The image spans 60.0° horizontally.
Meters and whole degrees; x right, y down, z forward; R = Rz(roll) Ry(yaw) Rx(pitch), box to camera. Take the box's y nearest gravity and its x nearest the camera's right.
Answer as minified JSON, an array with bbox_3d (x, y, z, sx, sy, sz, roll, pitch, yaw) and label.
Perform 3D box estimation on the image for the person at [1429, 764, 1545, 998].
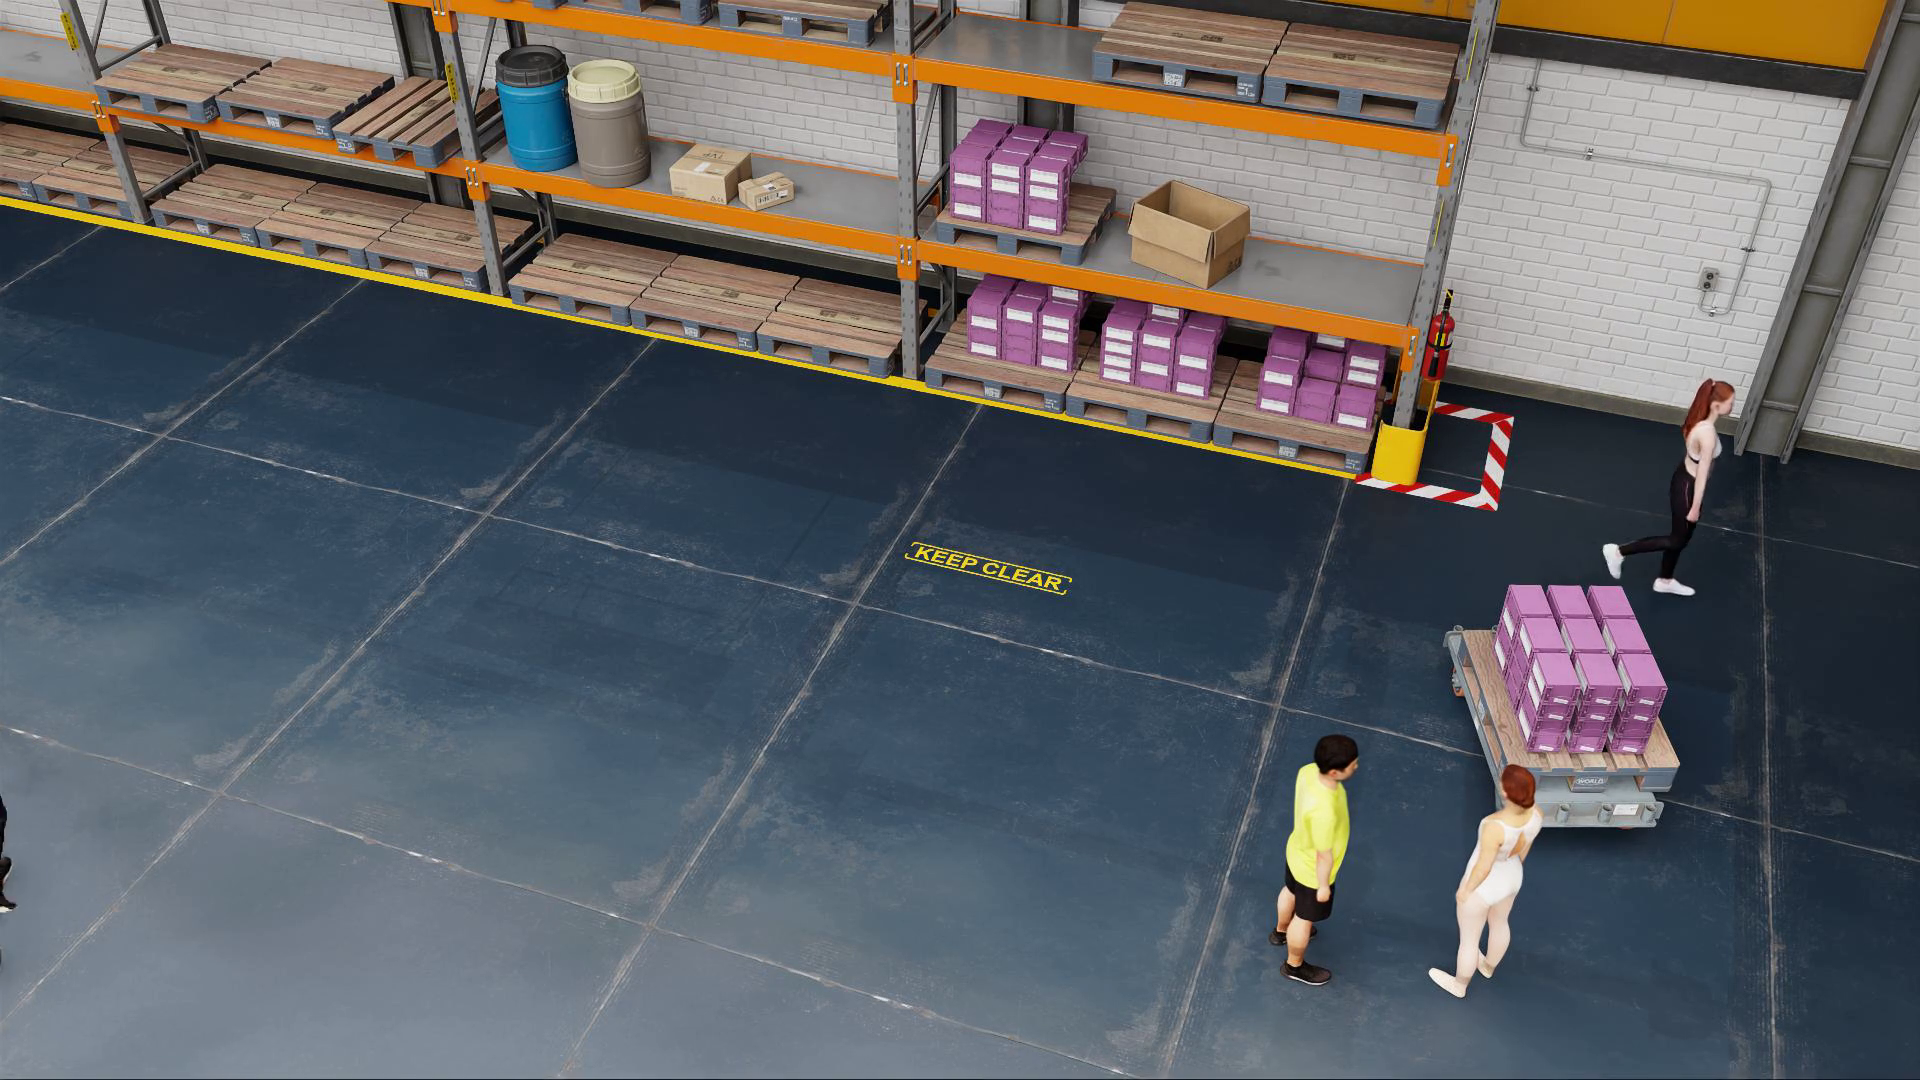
[{"bbox_3d":[2.794,1.788,8.695,0.618,1.643,0.654,-21,43,-24],"label":"person"}]

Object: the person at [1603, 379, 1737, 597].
[{"bbox_3d":[4.840,-0.327,11.274,0.915,1.729,0.628,10,40,12],"label":"person"}]

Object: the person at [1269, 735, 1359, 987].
[{"bbox_3d":[1.863,1.667,8.793,0.668,1.709,0.691,-2,39,-2],"label":"person"}]
